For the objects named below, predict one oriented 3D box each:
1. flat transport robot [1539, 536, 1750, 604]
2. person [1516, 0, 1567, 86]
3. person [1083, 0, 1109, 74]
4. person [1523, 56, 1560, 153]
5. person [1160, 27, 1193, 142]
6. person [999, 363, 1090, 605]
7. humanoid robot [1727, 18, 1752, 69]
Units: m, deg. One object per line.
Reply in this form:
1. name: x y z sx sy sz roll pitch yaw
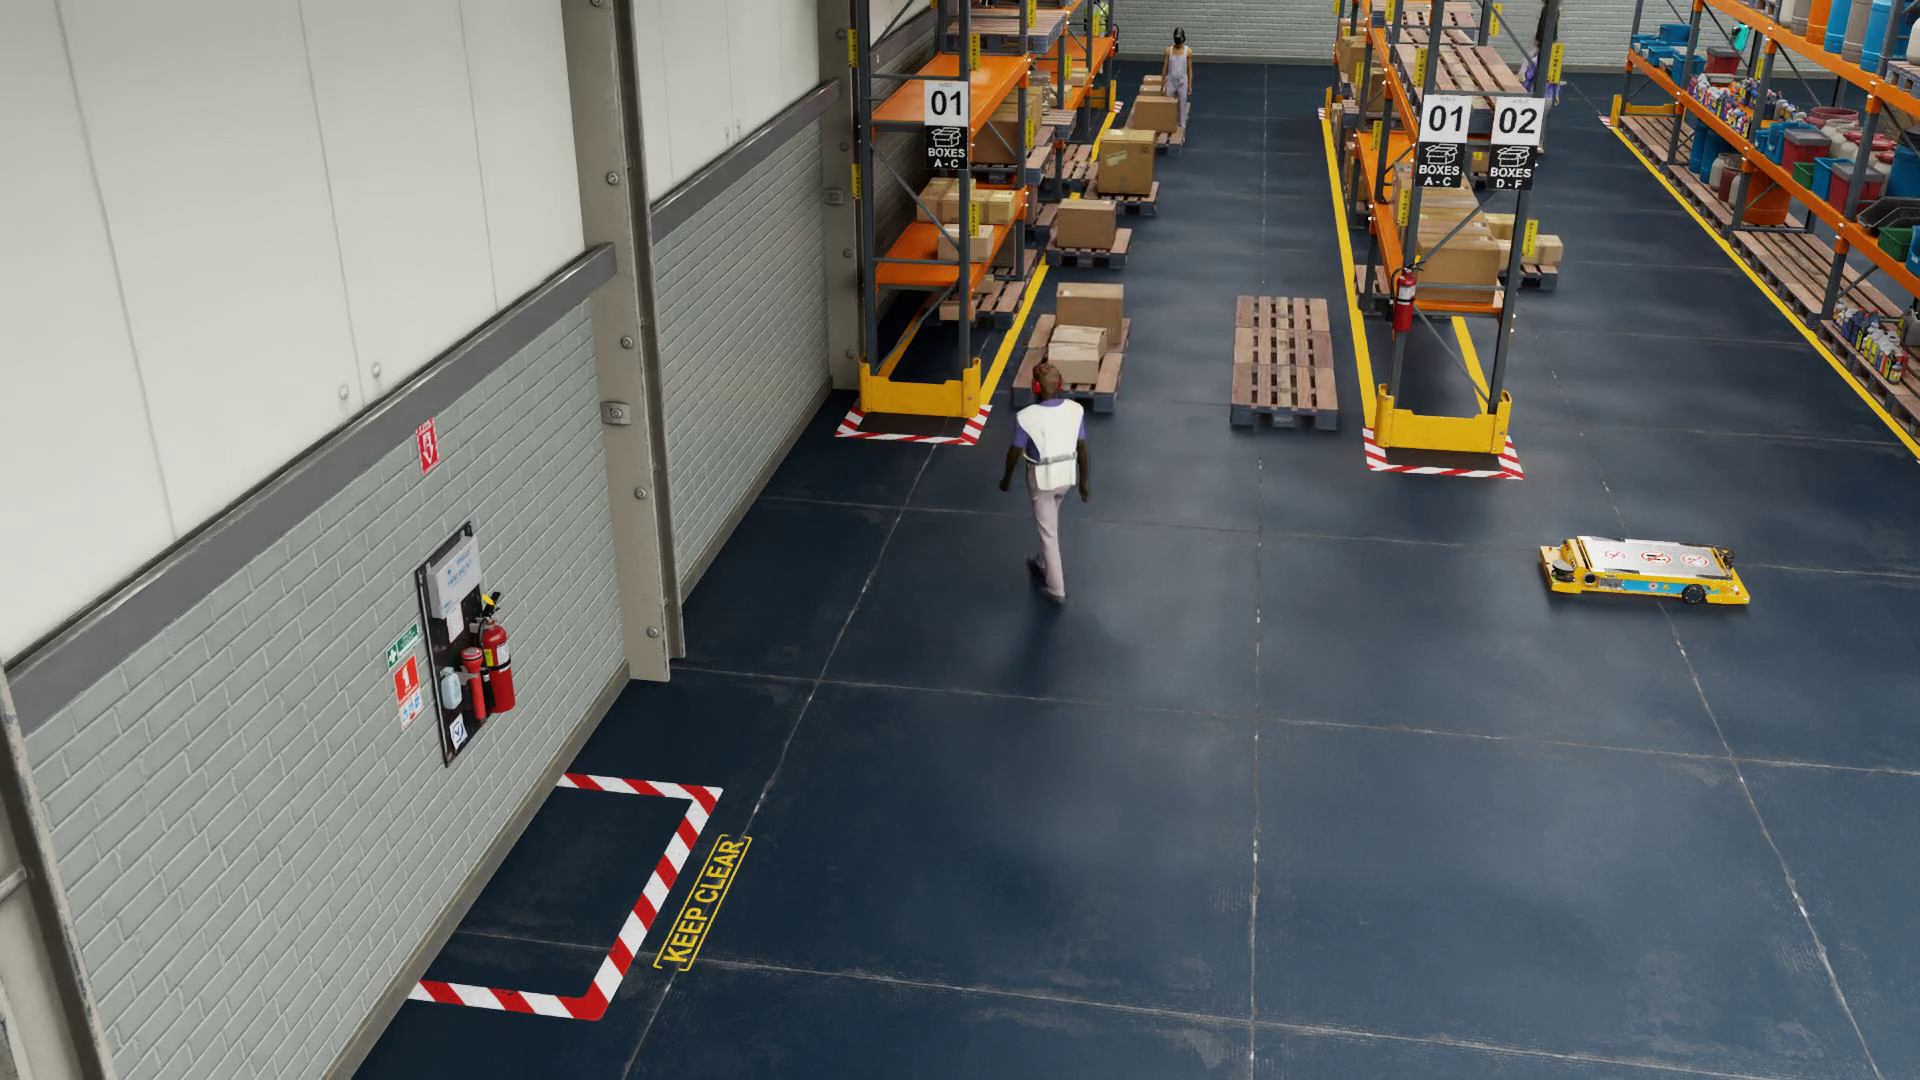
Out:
1. flat transport robot: 5.279 0.231 12.864 1.431 0.231 0.659 4 25 9
2. person: 11.522 -9.886 32.717 1.036 1.795 0.542 16 29 30
3. person: 2.763 -10.353 33.827 0.539 1.694 0.317 4 25 9
4. person: 9.390 -7.181 26.921 0.606 1.797 0.375 4 25 9
5. person: 3.603 -7.572 27.681 0.531 1.861 0.386 4 25 9
6. person: 0.619 -0.454 12.523 0.567 1.800 0.857 -15 29 -29
7. humanoid robot: 13.729 -8.591 30.017 0.530 1.790 0.782 -19 31 -35
